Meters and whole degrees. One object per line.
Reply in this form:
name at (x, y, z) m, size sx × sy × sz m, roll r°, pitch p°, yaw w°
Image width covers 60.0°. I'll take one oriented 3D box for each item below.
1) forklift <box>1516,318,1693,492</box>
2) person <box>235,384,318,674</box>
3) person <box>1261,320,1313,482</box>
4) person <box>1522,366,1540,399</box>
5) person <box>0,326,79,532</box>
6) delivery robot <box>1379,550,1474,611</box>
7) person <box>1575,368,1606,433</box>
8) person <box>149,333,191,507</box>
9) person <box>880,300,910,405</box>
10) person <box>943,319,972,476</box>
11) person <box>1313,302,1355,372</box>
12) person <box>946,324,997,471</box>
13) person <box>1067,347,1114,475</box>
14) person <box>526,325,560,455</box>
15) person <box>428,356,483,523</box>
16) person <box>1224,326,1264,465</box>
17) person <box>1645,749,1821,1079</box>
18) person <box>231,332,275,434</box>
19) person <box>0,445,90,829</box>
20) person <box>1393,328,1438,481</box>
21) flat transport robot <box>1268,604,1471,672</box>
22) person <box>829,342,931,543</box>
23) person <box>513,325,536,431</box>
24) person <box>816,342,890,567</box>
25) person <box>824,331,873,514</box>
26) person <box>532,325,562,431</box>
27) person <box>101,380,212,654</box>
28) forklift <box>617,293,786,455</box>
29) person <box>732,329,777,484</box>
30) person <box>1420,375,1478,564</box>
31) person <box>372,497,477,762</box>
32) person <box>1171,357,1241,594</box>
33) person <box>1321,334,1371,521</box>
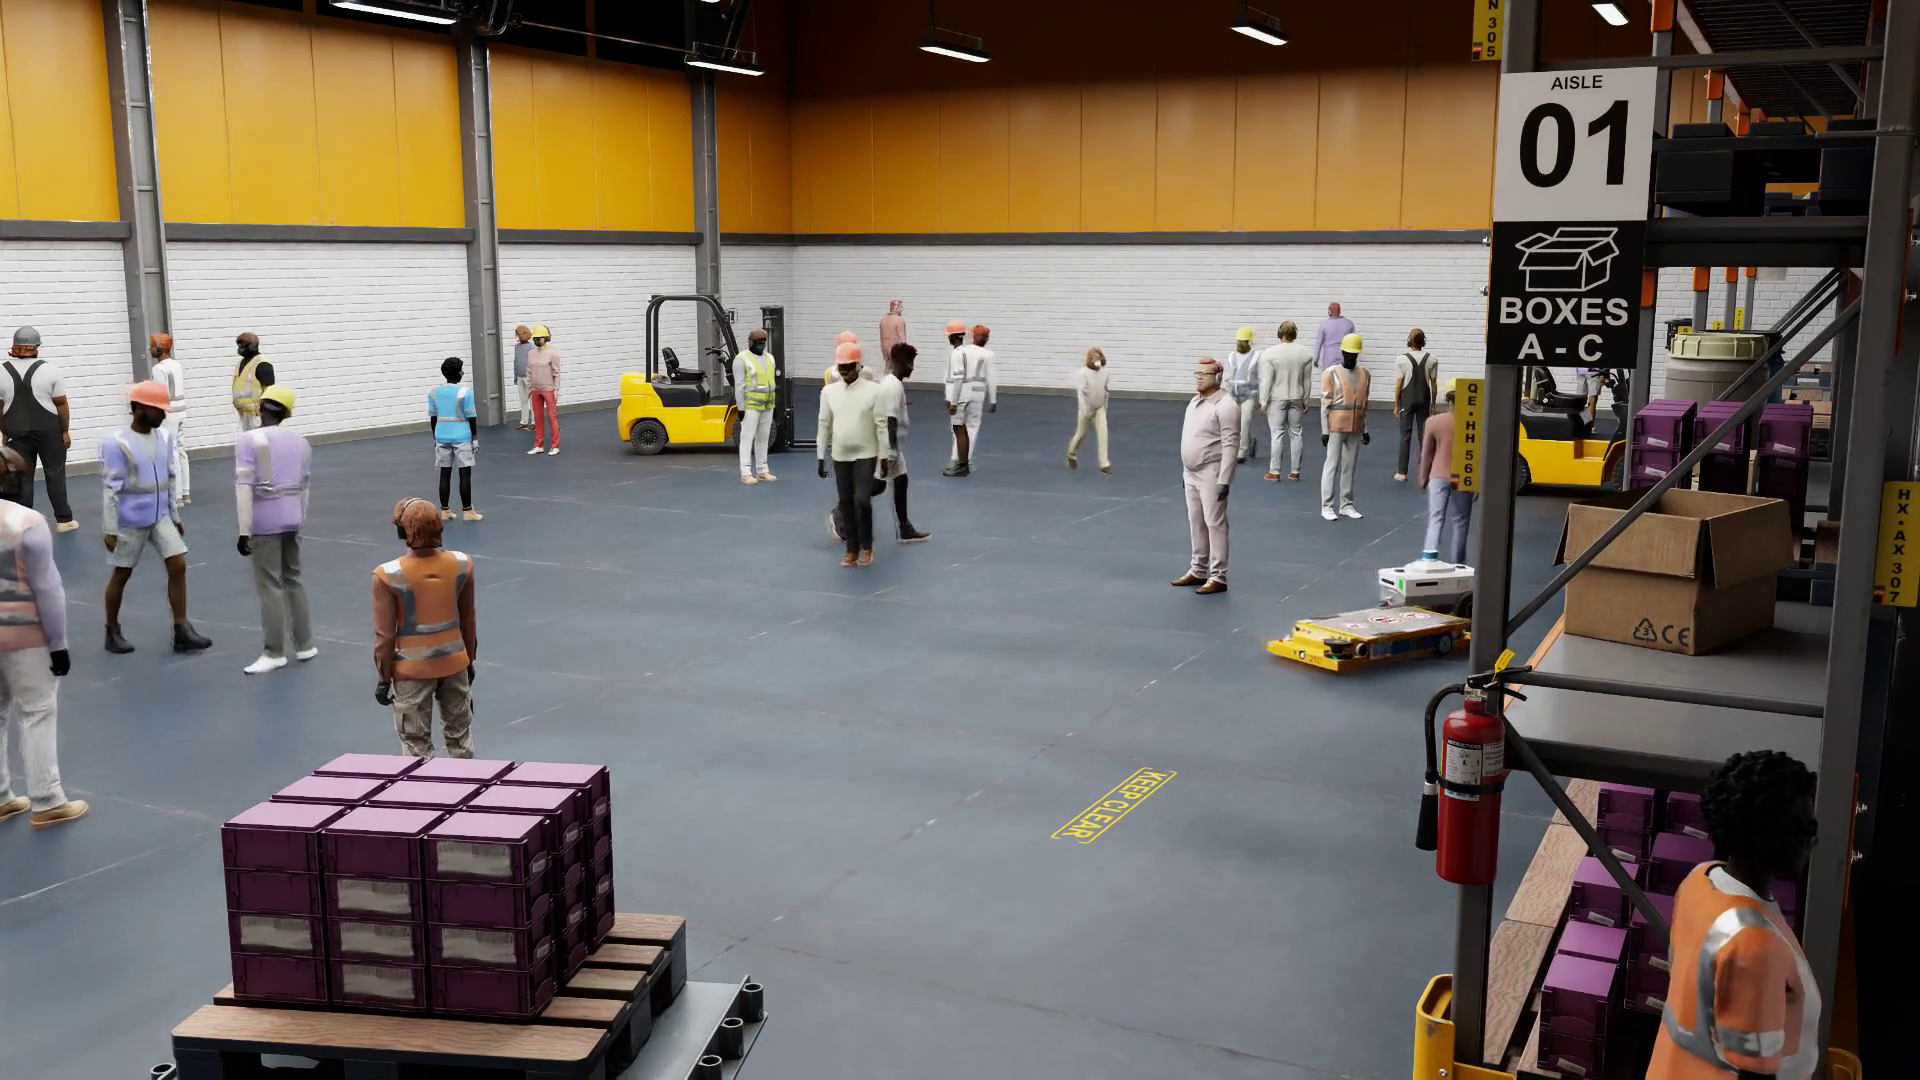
forklift at (7.066, -1.601, 18.899) m, size 2.313 × 2.155 × 1.214 m, roll 5°, pitch 11°, yaw 27°
person at (-4.580, -0.080, 11.047) m, size 0.369 × 1.876 × 0.718 m, roll 4°, pitch 11°, yaw 21°
person at (3.919, -1.665, 20.012) m, size 0.634 × 1.939 × 0.367 m, roll -2°, pitch 10°, yaw -12°
person at (7.238, -1.828, 21.302) m, size 0.404 × 1.824 × 0.586 m, roll -1°, pitch 10°, yaw -8°
person at (-9.098, -1.089, 16.379) m, size 0.678 × 2.000 × 0.537 m, roll -2°, pitch 10°, yaw -11°
delivery robot at (3.461, 0.316, 12.271) m, size 0.707 × 0.478 × 0.477 m, roll -3°, pitch 10°, yaw -16°
person at (9.250, -2.466, 24.345) m, size 0.393 × 2.044 × 0.609 m, roll -3°, pitch 10°, yaw -18°
person at (-8.590, -1.297, 18.037) m, size 0.356 × 1.885 × 0.574 m, roll -1°, pitch 10°, yaw -5°
person at (-1.166, -3.399, 30.158) m, size 0.403 × 1.901 × 0.651 m, roll -8°, pitch 13°, yaw -39°
person at (-0.036, -1.749, 20.503) m, size 0.350 × 1.935 × 0.551 m, roll 2°, pitch 10°, yaw 11°
person at (6.468, -3.153, 28.756) m, size 0.688 × 1.894 × 0.428 m, roll -1°, pitch 10°, yaw -6°
person at (0.150, -1.786, 20.938) m, size 0.597 × 1.854 × 0.499 m, roll 6°, pitch 11°, yaw 30°
person at (1.620, -1.637, 20.871) m, size 0.504 × 1.588 × 0.867 m, roll -5°, pitch 11°, yaw -28°
person at (-5.677, -2.032, 22.635) m, size 0.522 × 1.769 × 0.312 m, roll 4°, pitch 11°, yaw 21°
person at (-5.148, -1.020, 16.965) m, size 0.540 × 1.697 × 0.317 m, roll 3°, pitch 10°, yaw 16°
person at (3.750, -1.896, 21.749) m, size 0.602 × 1.811 × 0.752 m, roll 9°, pitch 13°, yaw 41°
person at (1.681, 1.282, 3.644) m, size 0.321 × 1.697 × 0.530 m, roll 2°, pitch 10°, yaw 11°
person at (-8.119, -1.457, 19.108) m, size 0.638 × 1.838 × 0.428 m, roll 8°, pitch 13°, yaw 40°
person at (-4.545, 0.467, 7.957) m, size 0.625 × 1.844 × 0.430 m, roll 2°, pitch 10°, yaw 12°
person at (5.474, -1.621, 20.024) m, size 0.508 × 1.847 × 0.345 m, roll 1°, pitch 10°, yaw 3°
flat transport robot at (2.864, 0.654, 11.409) m, size 1.431 × 0.197 × 0.652 m, roll -6°, pitch 12°, yaw -33°
person at (-0.765, -0.907, 15.718) m, size 0.900 × 1.916 × 0.670 m, roll 0°, pitch 10°, yaw -1°
person at (-6.738, -2.507, 25.766) m, size 0.499 × 1.633 × 0.279 m, roll 8°, pitch 12°, yaw 37°
person at (-0.947, -0.732, 14.494) m, size 0.648 × 1.973 × 0.511 m, roll 3°, pitch 10°, yaw 18°
person at (-1.167, -1.205, 17.349) m, size 0.547 × 1.937 × 0.379 m, roll -5°, pitch 11°, yaw -26°
person at (-6.421, -2.495, 25.696) m, size 0.507 × 1.632 × 0.264 m, roll 2°, pitch 10°, yaw 11°
person at (-5.537, -0.144, 11.371) m, size 0.881 × 1.878 × 0.626 m, roll 4°, pitch 11°, yaw 22°
forklift at (-3.588, -2.317, 23.042) m, size 2.313 × 2.155 × 1.214 m, roll -1°, pitch 10°, yaw -5°
person at (-2.417, -1.593, 19.878) m, size 0.429 × 1.840 × 0.629 m, roll 8°, pitch 13°, yaw 39°
person at (4.103, -0.508, 13.922) m, size 0.532 × 1.733 × 0.845 m, roll 5°, pitch 11°, yaw 25°
person at (-2.449, 0.616, 7.667) m, size 0.307 × 1.641 × 0.514 m, roll 9°, pitch 13°, yaw 42°
person at (1.985, -0.526, 13.493) m, size 0.410 × 1.913 × 0.651 m, roll -4°, pitch 11°, yaw -23°
person at (3.986, -1.164, 17.149) m, size 0.590 × 1.923 × 0.383 m, roll -4°, pitch 11°, yaw -23°
